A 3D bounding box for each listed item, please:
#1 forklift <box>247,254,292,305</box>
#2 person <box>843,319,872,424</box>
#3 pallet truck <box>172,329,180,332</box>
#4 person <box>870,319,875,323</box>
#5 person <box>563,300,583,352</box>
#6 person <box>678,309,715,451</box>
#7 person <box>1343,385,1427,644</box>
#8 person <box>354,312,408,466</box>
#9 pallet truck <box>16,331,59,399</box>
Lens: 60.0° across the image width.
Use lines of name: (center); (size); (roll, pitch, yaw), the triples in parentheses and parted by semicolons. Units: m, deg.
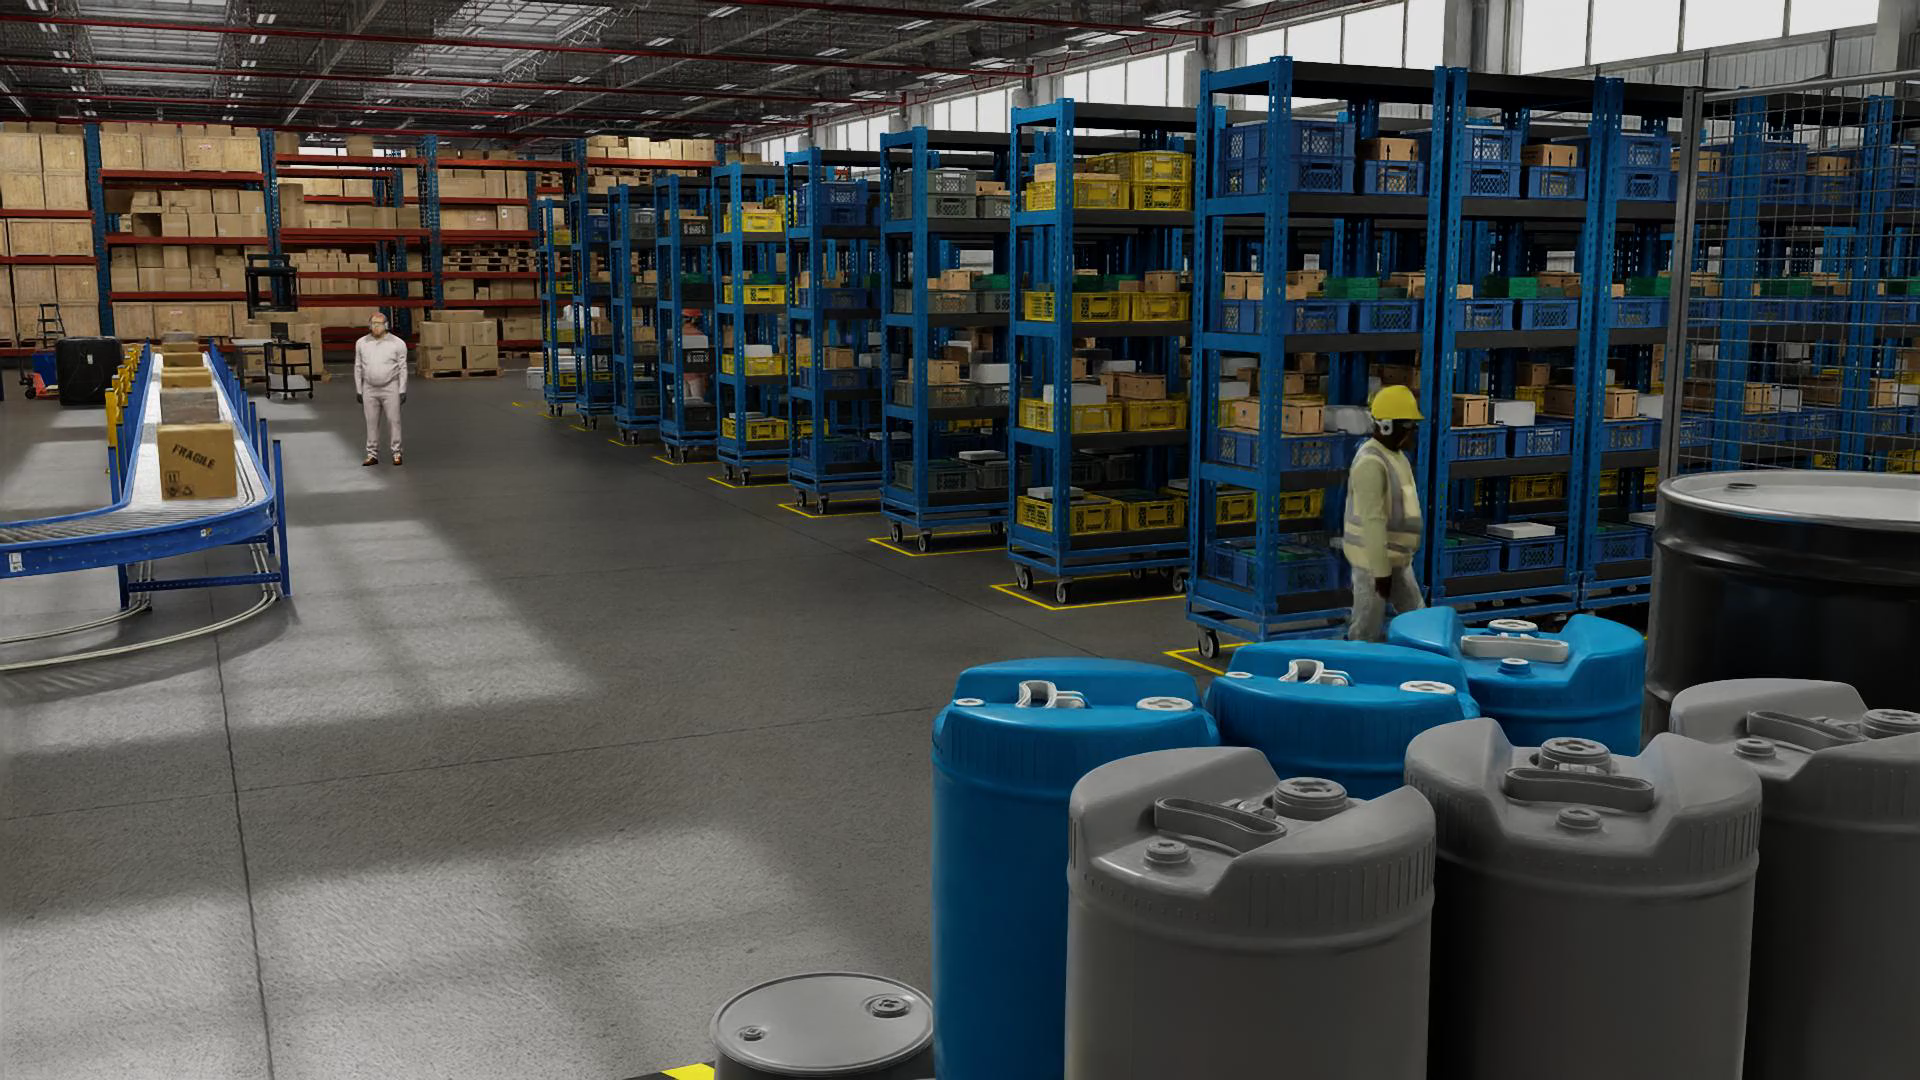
forklift: (-16.039, -5.269, 38.778); (1.129, 2.768, 1.873); (-4, 10, -25)
person: (-1.317, -2.219, 23.132); (0.866, 1.812, 0.600); (-5, 10, -29)
pallet truck: (-17.275, -3.851, 35.096); (1.601, 1.201, 0.680); (0, 9, 1)
person: (-2.765, -7.111, 53.206); (0.553, 1.914, 0.788); (-7, 12, -37)
person: (-9.372, -5.058, 40.403); (0.610, 1.936, 0.414); (4, 10, 22)
person: (-3.608, -2.198, 22.466); (0.612, 1.995, 0.379); (7, 11, 37)
person: (2.298, 0.085, 8.857); (0.529, 1.811, 0.617); (5, 10, 28)
person: (-7.212, -1.874, 20.711); (0.641, 1.913, 0.407); (-1, 9, -6)
pallet truck: (-17.082, -3.353, 31.781); (1.630, 1.274, 0.653); (-4, 10, -25)
